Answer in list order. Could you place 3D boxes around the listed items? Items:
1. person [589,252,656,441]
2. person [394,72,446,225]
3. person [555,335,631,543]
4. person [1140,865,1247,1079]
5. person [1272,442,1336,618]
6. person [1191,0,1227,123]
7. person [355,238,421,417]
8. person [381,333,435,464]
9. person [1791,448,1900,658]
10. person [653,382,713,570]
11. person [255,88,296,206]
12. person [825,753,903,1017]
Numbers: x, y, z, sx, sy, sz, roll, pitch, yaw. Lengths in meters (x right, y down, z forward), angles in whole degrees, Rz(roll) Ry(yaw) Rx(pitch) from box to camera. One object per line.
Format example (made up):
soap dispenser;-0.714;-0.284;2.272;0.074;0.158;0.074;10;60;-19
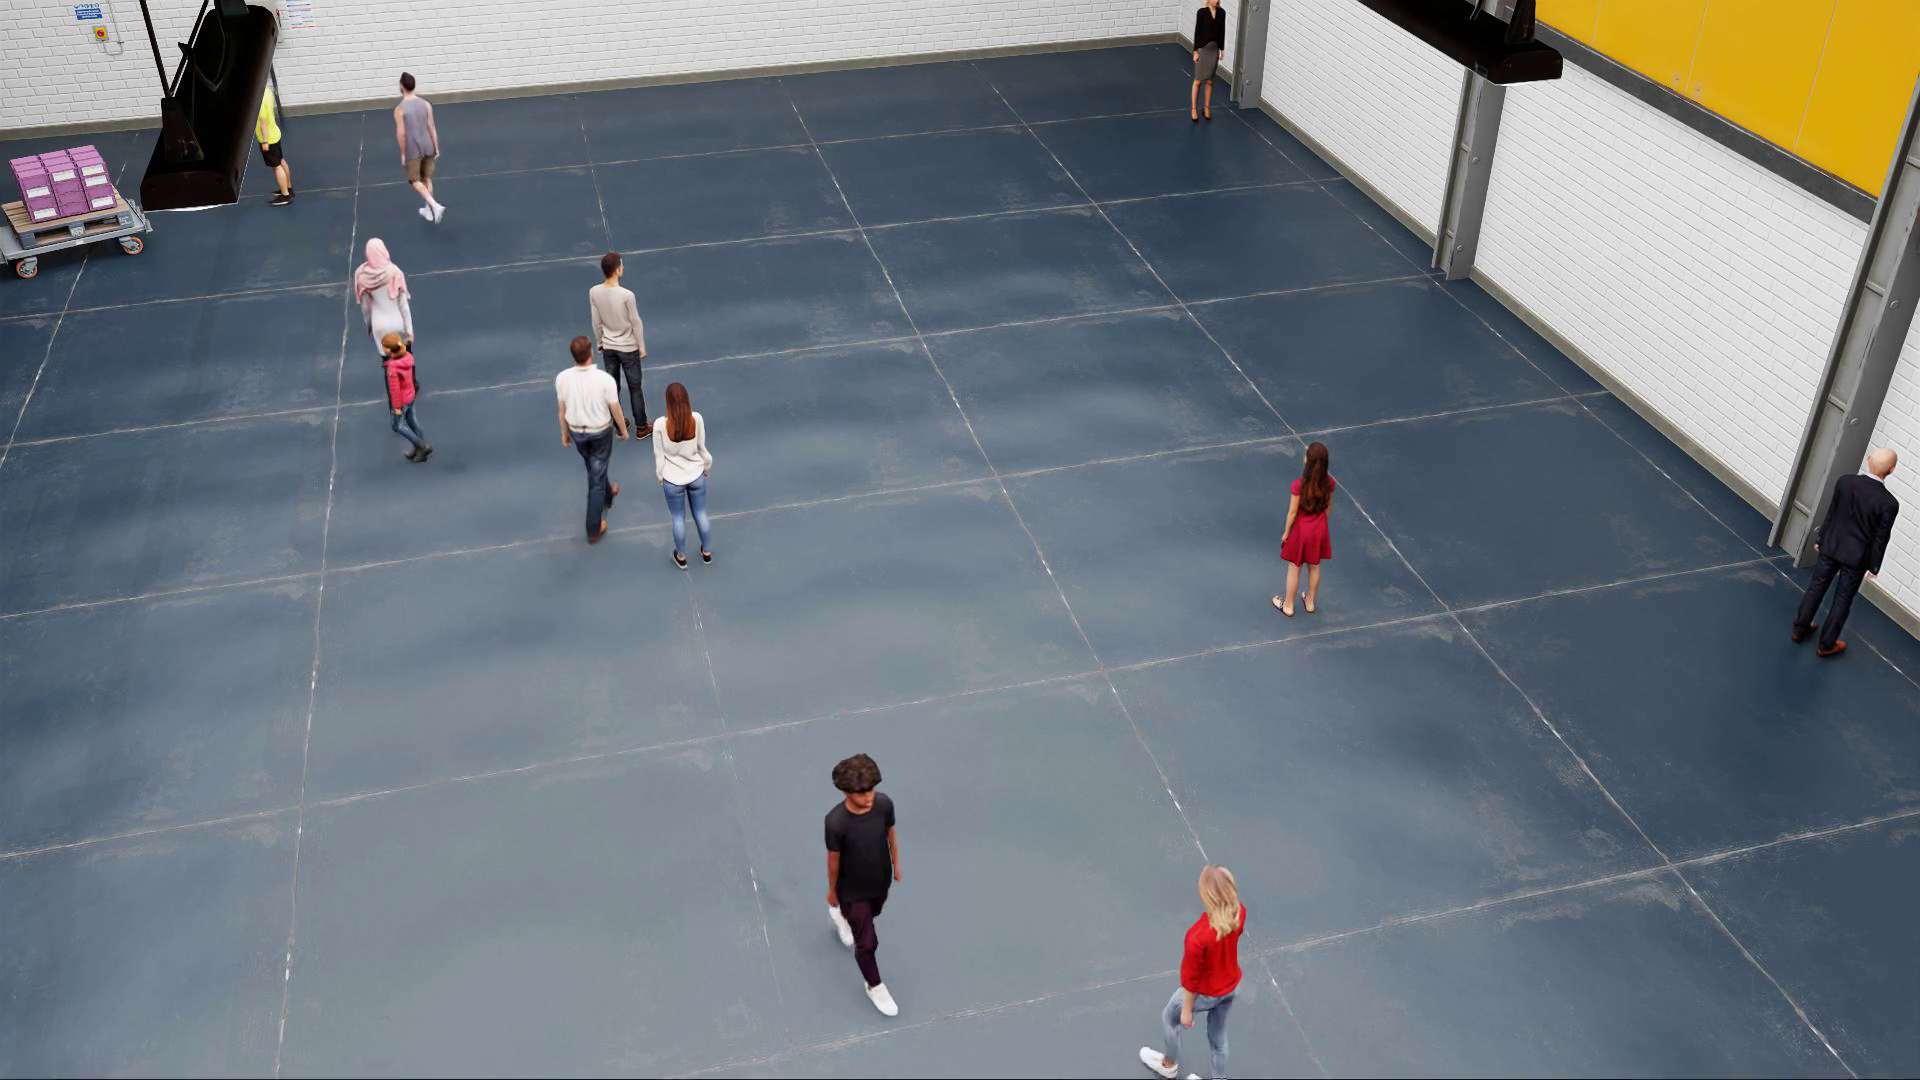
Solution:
person;-3.176;-1.796;15.530;0.750;1.861;0.765;10;35;15
person;-6.401;-4.611;19.737;0.907;1.836;1.074;-27;42;-35
person;-3.158;-0.820;14.095;0.944;1.824;1.157;5;34;8
person;1.431;2.528;9.181;0.817;1.687;0.905;-24;41;-32
person;2.767;-0.088;13.237;0.524;1.554;0.586;-9;35;-13
person;3.393;-6.676;22.890;0.595;1.842;0.532;-9;35;-14
person;-5.448;-1.969;15.881;0.732;1.761;1.229;-5;34;-7
person;-5.036;-1.281;15.254;0.684;1.309;0.609;5;34;7
person;6.804;0.081;12.763;0.807;1.798;0.665;-22;39;-29
person;-2.286;-0.532;13.781;0.634;1.692;0.588;-13;36;-18
person;-8.518;-5.002;20.492;0.704;1.708;0.488;-5;34;-7
person;-0.618;1.966;9.963;0.908;1.758;1.167;-24;40;-31
